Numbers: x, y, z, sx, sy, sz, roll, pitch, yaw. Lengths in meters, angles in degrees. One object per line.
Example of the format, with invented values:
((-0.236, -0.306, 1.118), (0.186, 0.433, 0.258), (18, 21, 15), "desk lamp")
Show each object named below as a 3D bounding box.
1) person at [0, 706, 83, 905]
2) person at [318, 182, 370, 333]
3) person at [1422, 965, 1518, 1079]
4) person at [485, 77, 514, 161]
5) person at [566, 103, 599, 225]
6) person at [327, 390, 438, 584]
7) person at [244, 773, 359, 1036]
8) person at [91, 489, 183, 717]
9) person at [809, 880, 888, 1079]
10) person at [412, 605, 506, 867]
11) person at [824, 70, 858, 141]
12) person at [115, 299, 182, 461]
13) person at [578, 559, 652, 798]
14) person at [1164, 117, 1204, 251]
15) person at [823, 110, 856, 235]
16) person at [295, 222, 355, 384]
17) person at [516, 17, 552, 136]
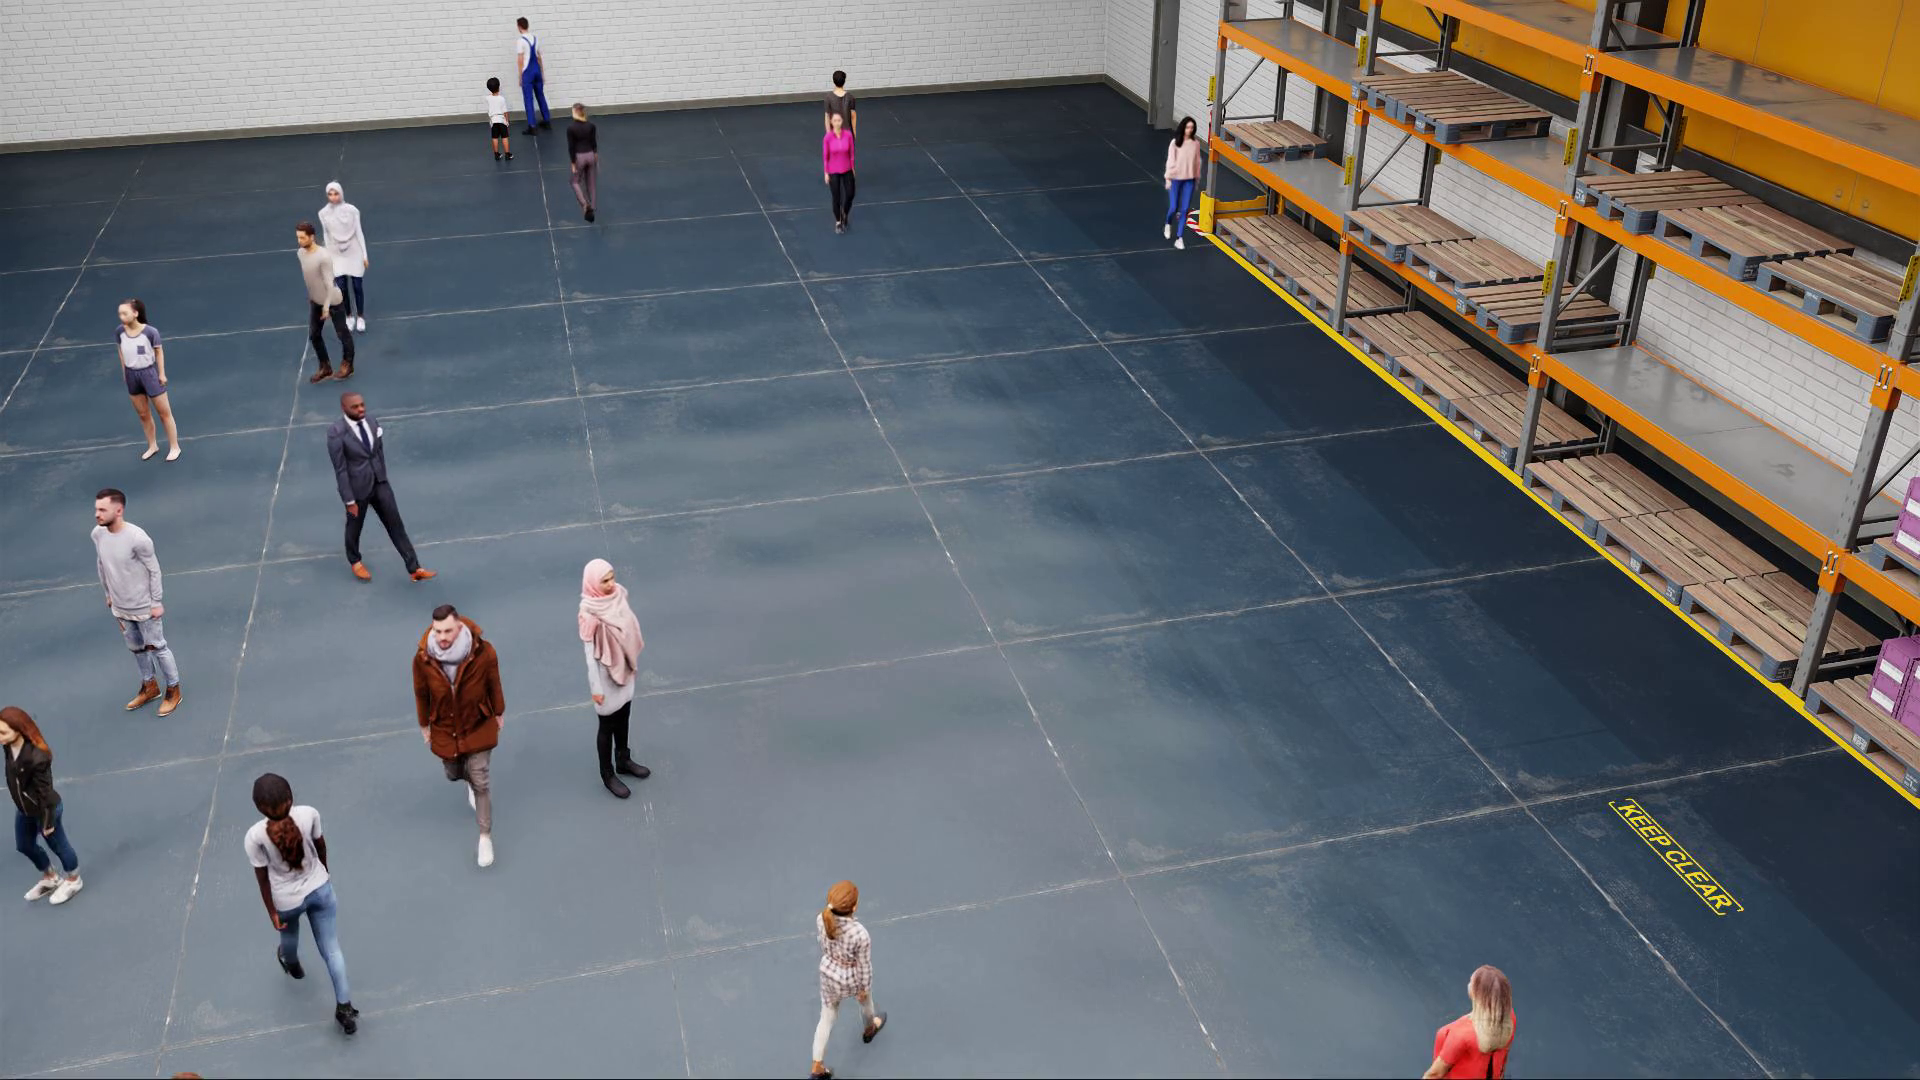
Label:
((-5.833, 1.649, 10.617), (0.699, 1.477, 0.759), (16, 32, 26), "person")
((-7.141, -3.325, 19.433), (0.634, 1.766, 0.575), (-6, 29, -11), "person")
((2.551, 2.859, 8.219), (0.892, 1.650, 1.203), (-20, 35, -33), "person")
((-7.197, -6.555, 25.889), (0.535, 1.256, 0.552), (1, 29, 3), "person")
((-5.140, -5.158, 22.903), (0.683, 1.662, 0.712), (-18, 33, -29), "person")
((-5.120, -0.442, 14.138), (1.292, 1.777, 1.206), (17, 33, 28), "person")
((-3.745, 2.108, 9.569), (0.882, 1.675, 1.198), (-20, 34, -32), "person")
((-6.179, 0.443, 12.448), (0.767, 1.840, 0.769), (9, 30, 15), "person")
((-0.694, 2.477, 9.304), (0.890, 1.282, 0.985), (13, 31, 22), "person")
((-3.308, 1.209, 11.080), (0.782, 1.807, 1.154), (-4, 29, -7), "person")
((-1.750, -6.029, 24.443), (0.639, 1.717, 0.583), (-4, 29, -7), "person")
((-8.010, -1.582, 16.359), (0.660, 1.650, 0.639), (3, 29, 5), "person")
((-2.430, 0.935, 11.585), (0.786, 1.803, 0.715), (13, 31, 23), "person")
((2.918, -4.758, 22.068), (0.687, 1.760, 0.786), (-5, 29, -10), "person")
((-1.650, -5.018, 22.622), (0.577, 1.686, 0.573), (-7, 29, -13), "person")
((-6.813, -2.614, 18.057), (0.838, 1.838, 0.905), (11, 31, 19), "person")
((-6.993, -7.603, 27.209), (1.014, 1.832, 0.966), (18, 33, 29), "person")
